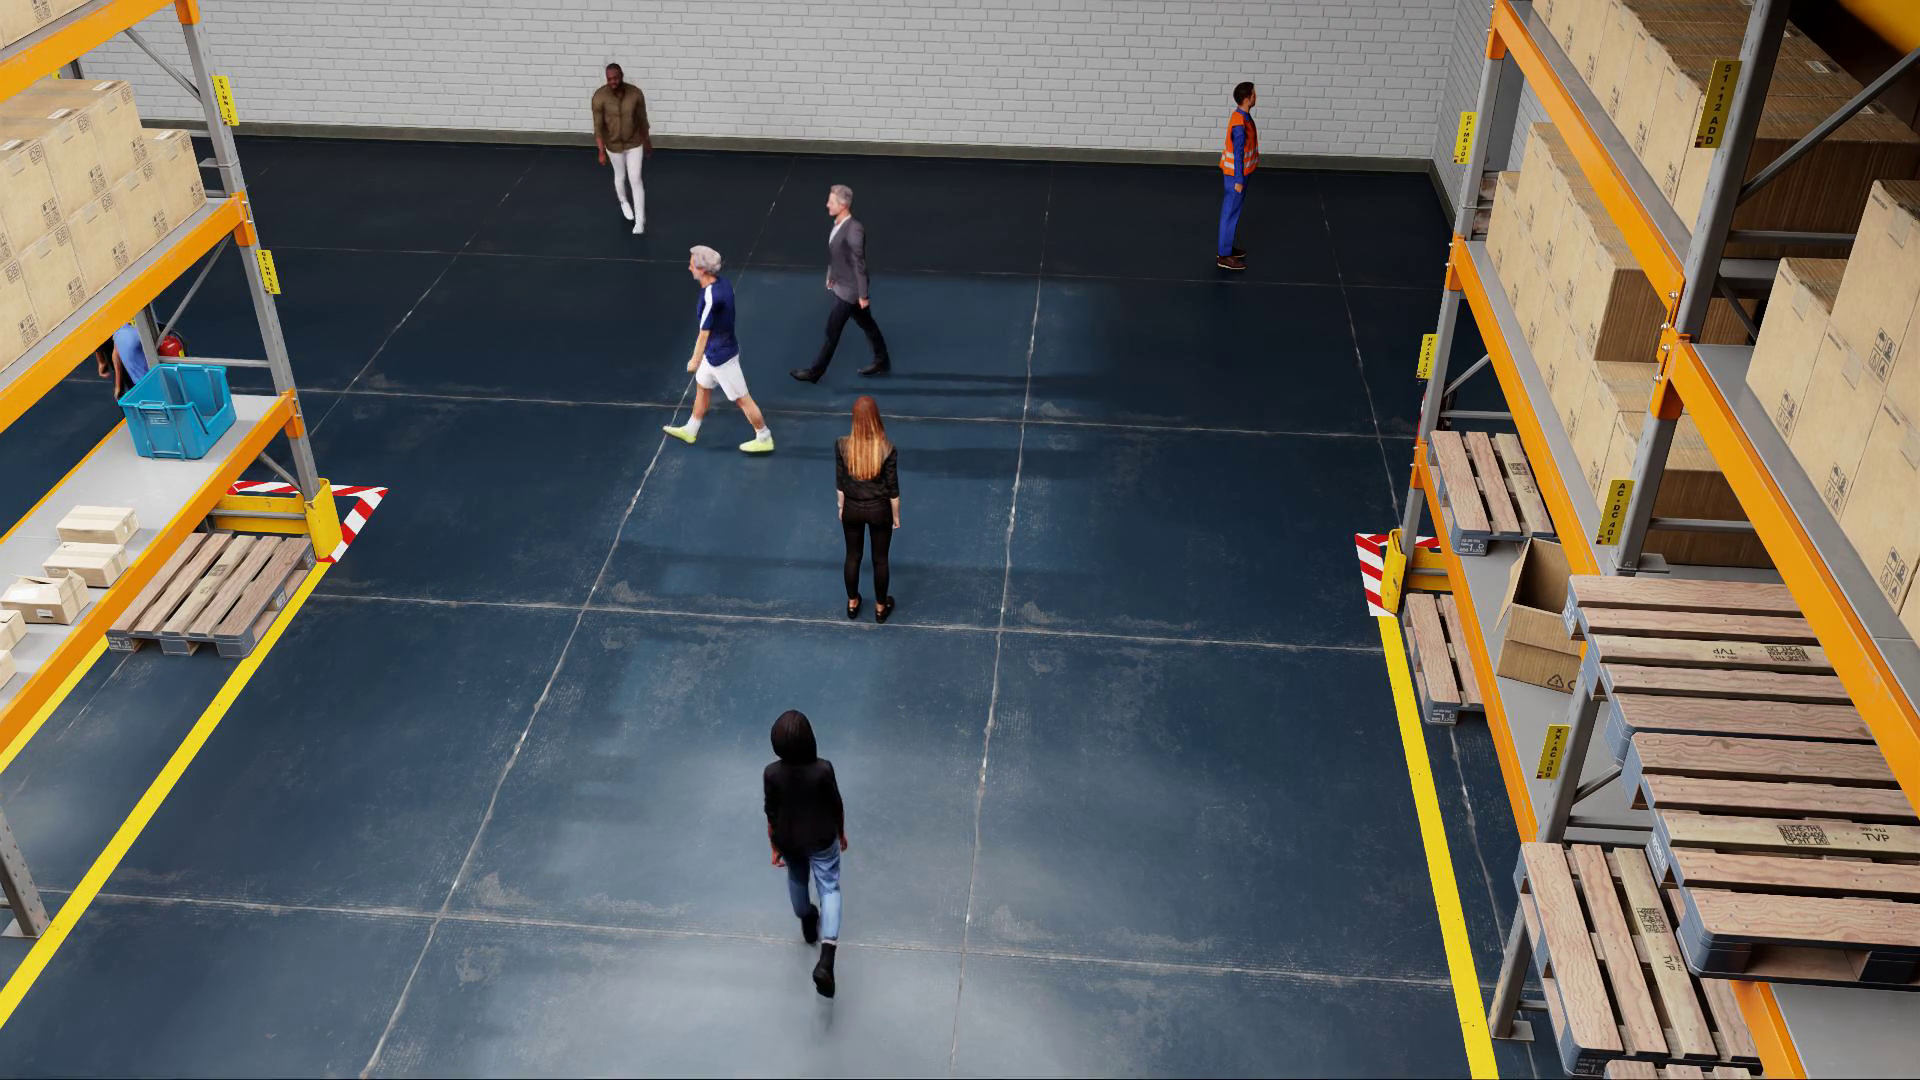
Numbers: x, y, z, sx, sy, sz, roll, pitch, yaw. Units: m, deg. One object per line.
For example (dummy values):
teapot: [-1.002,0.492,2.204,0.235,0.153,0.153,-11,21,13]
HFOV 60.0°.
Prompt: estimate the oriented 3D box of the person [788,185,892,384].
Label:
person: [-0.869,-2.195,14.379,1.059,1.802,1.221,-8,34,-12]

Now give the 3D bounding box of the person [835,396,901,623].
person: [-0.647,-0.201,11.463,0.609,1.709,0.559,6,34,9]

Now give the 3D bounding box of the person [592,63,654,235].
person: [-3.498,-4.124,17.298,0.993,1.784,1.274,-10,35,-15]

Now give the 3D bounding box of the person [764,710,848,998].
person: [-0.806,1.646,8.718,0.632,1.673,1.035,0,34,0]

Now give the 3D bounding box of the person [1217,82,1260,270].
person: [2.748,-3.629,16.480,0.767,1.864,0.558,6,34,8]

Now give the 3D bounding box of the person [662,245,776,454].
person: [-1.814,-1.468,13.303,0.829,1.783,1.130,-3,34,-4]
